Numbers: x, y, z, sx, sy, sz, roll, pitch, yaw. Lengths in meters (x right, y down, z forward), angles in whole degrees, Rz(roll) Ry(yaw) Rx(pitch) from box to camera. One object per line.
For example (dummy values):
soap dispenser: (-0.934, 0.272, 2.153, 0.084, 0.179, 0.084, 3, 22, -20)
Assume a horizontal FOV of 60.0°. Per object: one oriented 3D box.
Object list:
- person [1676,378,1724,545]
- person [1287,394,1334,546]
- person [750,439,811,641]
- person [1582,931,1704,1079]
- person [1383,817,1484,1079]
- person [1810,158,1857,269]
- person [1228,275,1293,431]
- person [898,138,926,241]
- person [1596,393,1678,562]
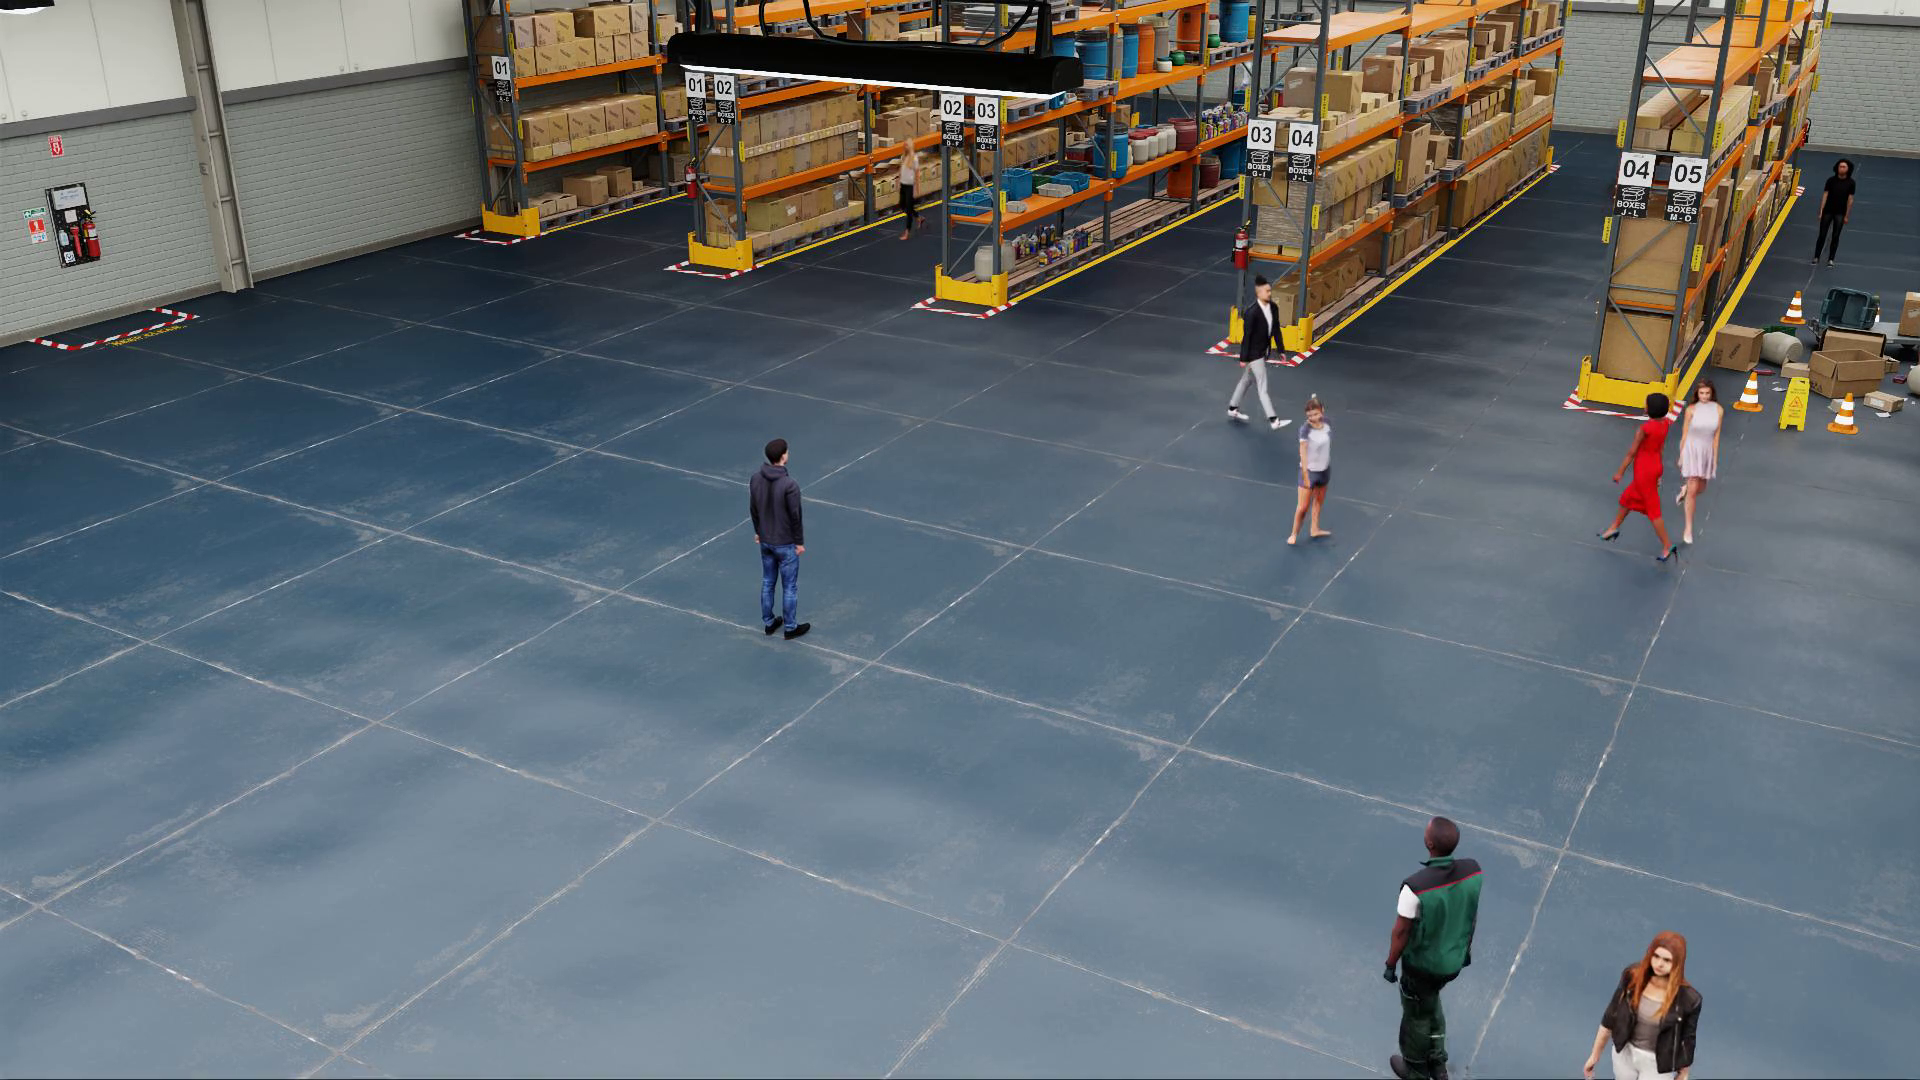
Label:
person: (7.628, -0.857, 17.285, 0.775, 1.741, 1.018, 3, 23, 7)
person: (3.689, -0.756, 17.196, 0.848, 1.624, 0.623, 17, 28, 35)
person: (-1.656, -0.012, 15.102, 0.671, 1.892, 0.543, 12, 26, 27)
person: (3.676, 2.764, 8.870, 1.188, 1.661, 0.879, -17, 28, -35)
person: (2.731, 2.423, 9.454, 0.797, 1.832, 0.882, -9, 25, -21)
person: (14.872, -5.578, 28.265, 0.640, 1.836, 0.539, 15, 28, 32)
person: (3.605, -2.328, 20.557, 0.980, 1.886, 1.255, 21, 31, 40)
person: (-0.874, -6.378, 30.178, 0.747, 1.811, 1.011, 20, 30, 38)
person: (6.969, -0.581, 16.700, 1.130, 1.690, 0.887, -18, 29, -36)
